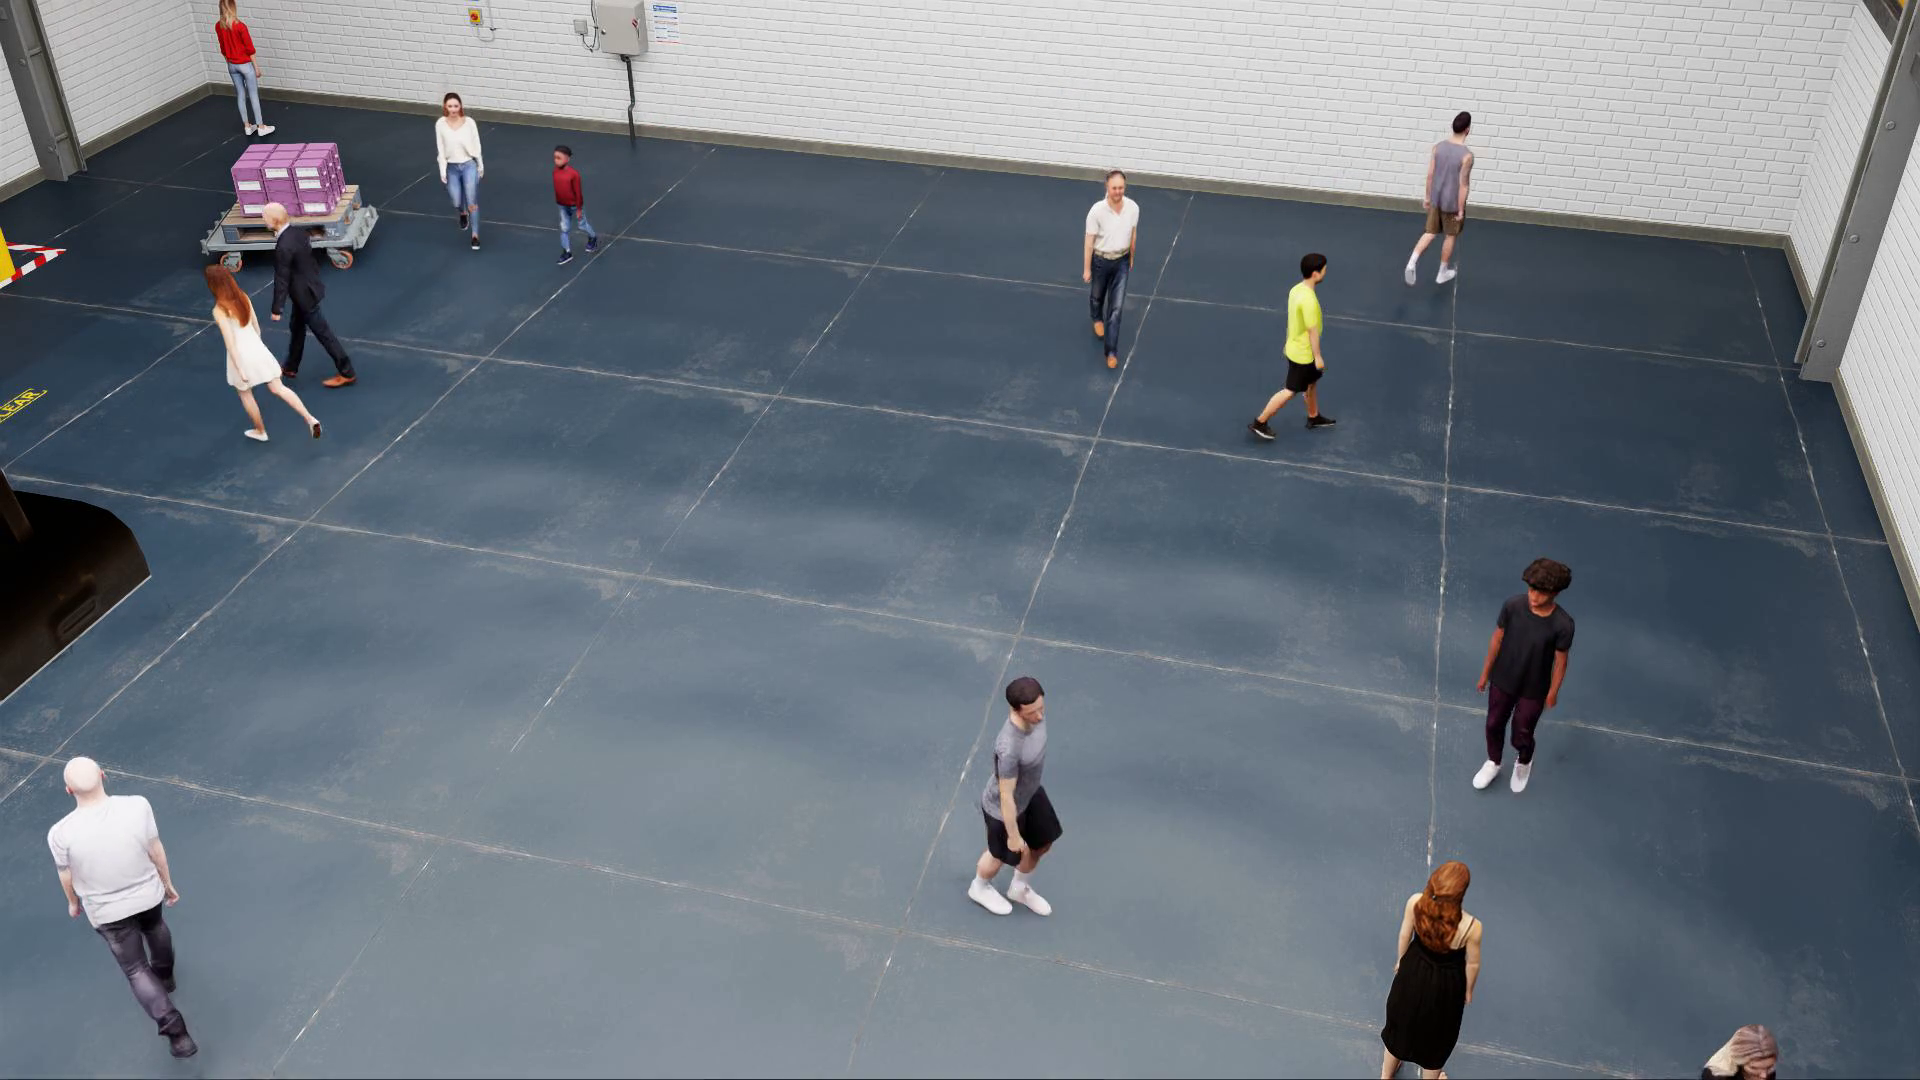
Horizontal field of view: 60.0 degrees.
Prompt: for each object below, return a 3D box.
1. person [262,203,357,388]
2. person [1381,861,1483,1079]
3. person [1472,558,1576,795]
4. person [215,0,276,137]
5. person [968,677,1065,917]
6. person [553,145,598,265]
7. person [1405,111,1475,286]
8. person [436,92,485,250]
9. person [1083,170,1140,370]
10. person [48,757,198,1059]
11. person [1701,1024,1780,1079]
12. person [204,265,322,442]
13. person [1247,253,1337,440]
[{"bbox_3d":[-5.825,-2.191,15.019,1.012,1.762,1.120,-5,34,-8],"label":"person"},{"bbox_3d":[2.396,2.243,8.472,0.638,1.625,0.662,20,39,27],"label":"person"},{"bbox_3d":[3.571,0.827,10.473,0.735,1.768,0.760,27,42,34],"label":"person"},{"bbox_3d":[-8.902,-5.863,20.595,0.614,1.704,0.494,8,34,11],"label":"person"},{"bbox_3d":[0.241,1.439,9.487,0.848,1.842,0.806,14,36,19],"label":"person"},{"bbox_3d":[-4.080,-3.574,17.575,0.563,1.235,0.846,15,36,21],"label":"person"},{"bbox_3d":[4.829,-3.372,16.657,1.136,1.828,0.947,-28,43,-36],"label":"person"},{"bbox_3d":[-5.329,-3.967,17.767,0.815,1.678,0.930,-7,34,-10],"label":"person"},{"bbox_3d":[1.389,-2.636,15.648,0.962,1.807,1.339,-2,34,-3],"label":"person"},{"bbox_3d":[-4.352,1.954,8.742,1.098,1.807,1.219,27,42,35],"label":"person"},{"bbox_3d":[3.450,2.722,7.729,0.781,1.650,0.837,-24,40,-31],"label":"person"},{"bbox_3d":[-5.951,-1.505,14.070,0.816,1.671,1.077,19,38,26],"label":"person"},{"bbox_3d":[2.866,-1.616,14.227,0.877,1.681,1.065,0,34,-1],"label":"person"}]
